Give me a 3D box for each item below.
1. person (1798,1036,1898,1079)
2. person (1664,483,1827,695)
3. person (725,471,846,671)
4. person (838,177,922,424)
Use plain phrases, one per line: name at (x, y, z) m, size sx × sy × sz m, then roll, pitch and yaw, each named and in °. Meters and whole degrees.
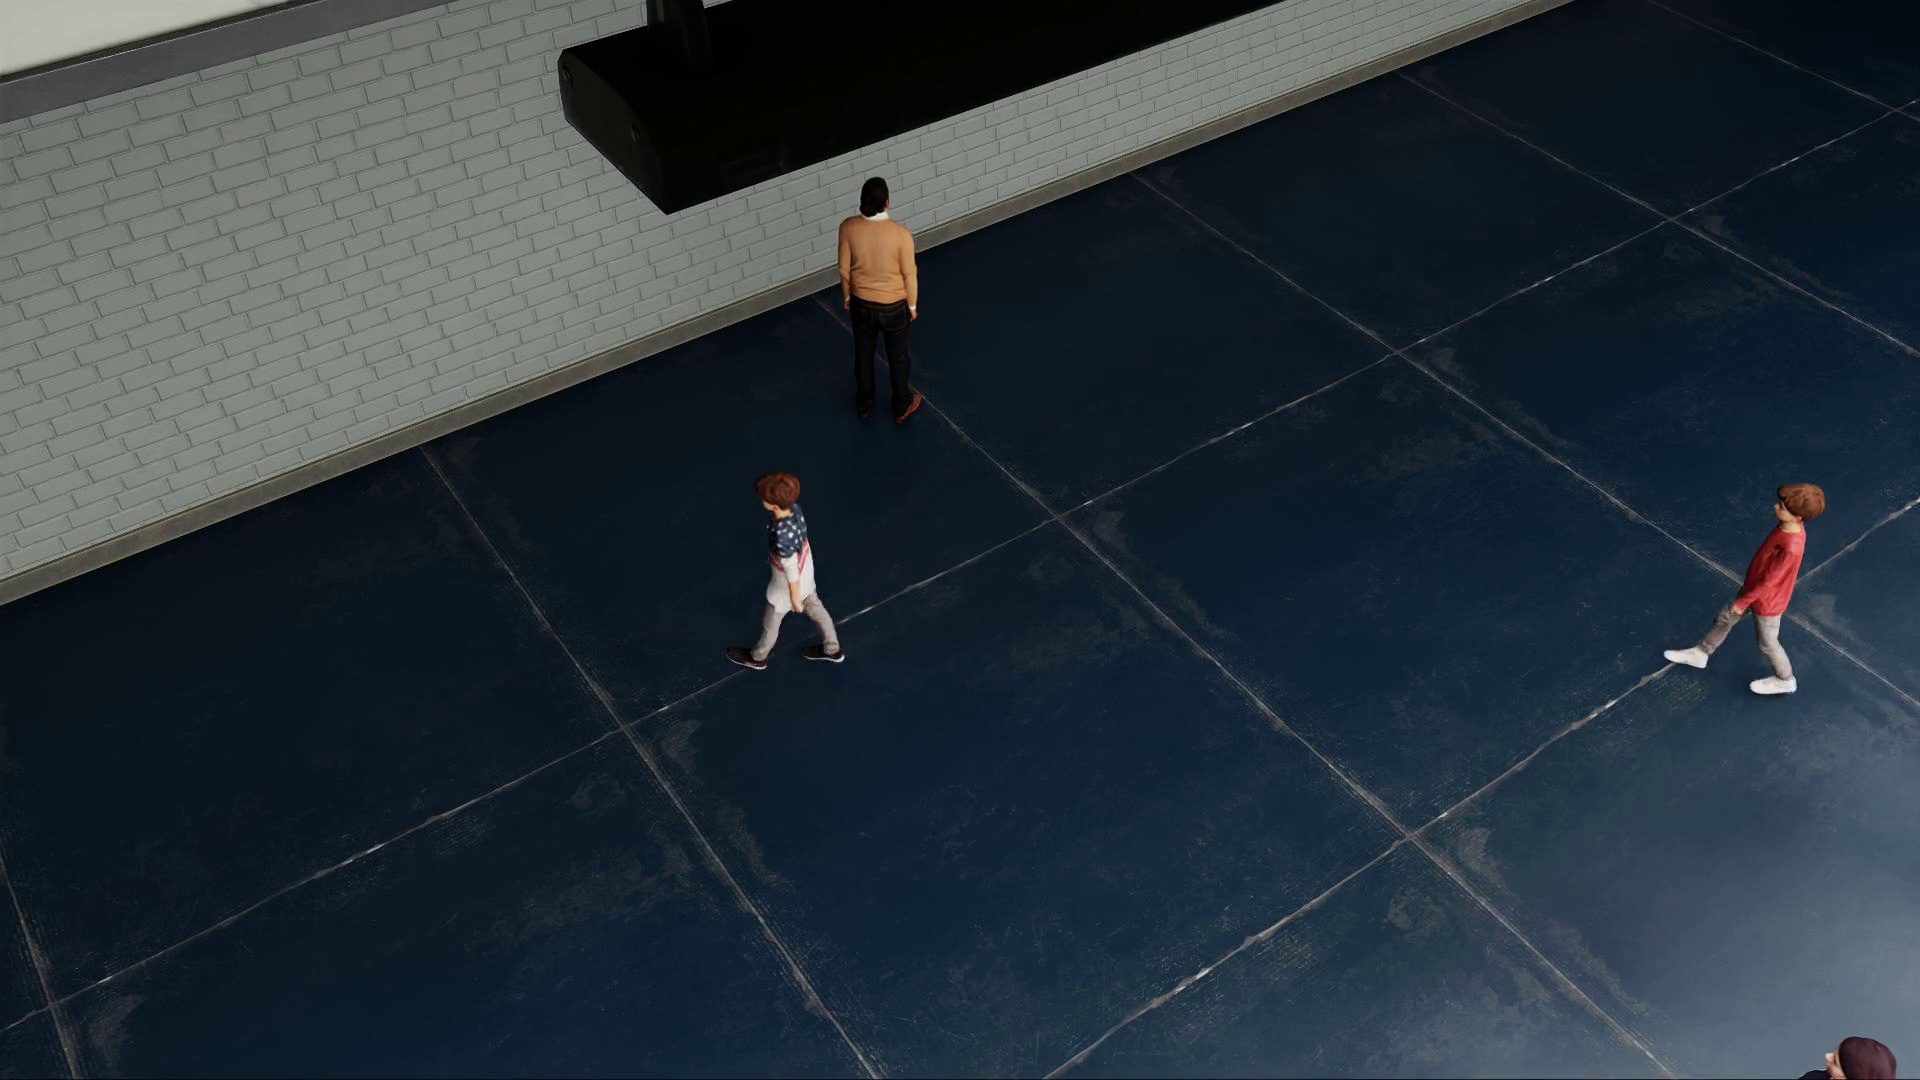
person at (3.256, 2.412, 6.450) m, size 0.663 × 1.647 × 0.643 m, roll 17°, pitch 46°, yaw 17°
person at (4.392, 0.302, 8.897) m, size 0.961 × 1.392 × 0.869 m, roll 10°, pitch 44°, yaw 11°
person at (-0.841, 0.196, 8.998) m, size 0.932 × 1.409 × 0.877 m, roll 7°, pitch 44°, yaw 8°
person at (-0.515, -1.516, 10.580) m, size 0.729 × 1.753 × 0.807 m, roll 10°, pitch 44°, yaw 10°
